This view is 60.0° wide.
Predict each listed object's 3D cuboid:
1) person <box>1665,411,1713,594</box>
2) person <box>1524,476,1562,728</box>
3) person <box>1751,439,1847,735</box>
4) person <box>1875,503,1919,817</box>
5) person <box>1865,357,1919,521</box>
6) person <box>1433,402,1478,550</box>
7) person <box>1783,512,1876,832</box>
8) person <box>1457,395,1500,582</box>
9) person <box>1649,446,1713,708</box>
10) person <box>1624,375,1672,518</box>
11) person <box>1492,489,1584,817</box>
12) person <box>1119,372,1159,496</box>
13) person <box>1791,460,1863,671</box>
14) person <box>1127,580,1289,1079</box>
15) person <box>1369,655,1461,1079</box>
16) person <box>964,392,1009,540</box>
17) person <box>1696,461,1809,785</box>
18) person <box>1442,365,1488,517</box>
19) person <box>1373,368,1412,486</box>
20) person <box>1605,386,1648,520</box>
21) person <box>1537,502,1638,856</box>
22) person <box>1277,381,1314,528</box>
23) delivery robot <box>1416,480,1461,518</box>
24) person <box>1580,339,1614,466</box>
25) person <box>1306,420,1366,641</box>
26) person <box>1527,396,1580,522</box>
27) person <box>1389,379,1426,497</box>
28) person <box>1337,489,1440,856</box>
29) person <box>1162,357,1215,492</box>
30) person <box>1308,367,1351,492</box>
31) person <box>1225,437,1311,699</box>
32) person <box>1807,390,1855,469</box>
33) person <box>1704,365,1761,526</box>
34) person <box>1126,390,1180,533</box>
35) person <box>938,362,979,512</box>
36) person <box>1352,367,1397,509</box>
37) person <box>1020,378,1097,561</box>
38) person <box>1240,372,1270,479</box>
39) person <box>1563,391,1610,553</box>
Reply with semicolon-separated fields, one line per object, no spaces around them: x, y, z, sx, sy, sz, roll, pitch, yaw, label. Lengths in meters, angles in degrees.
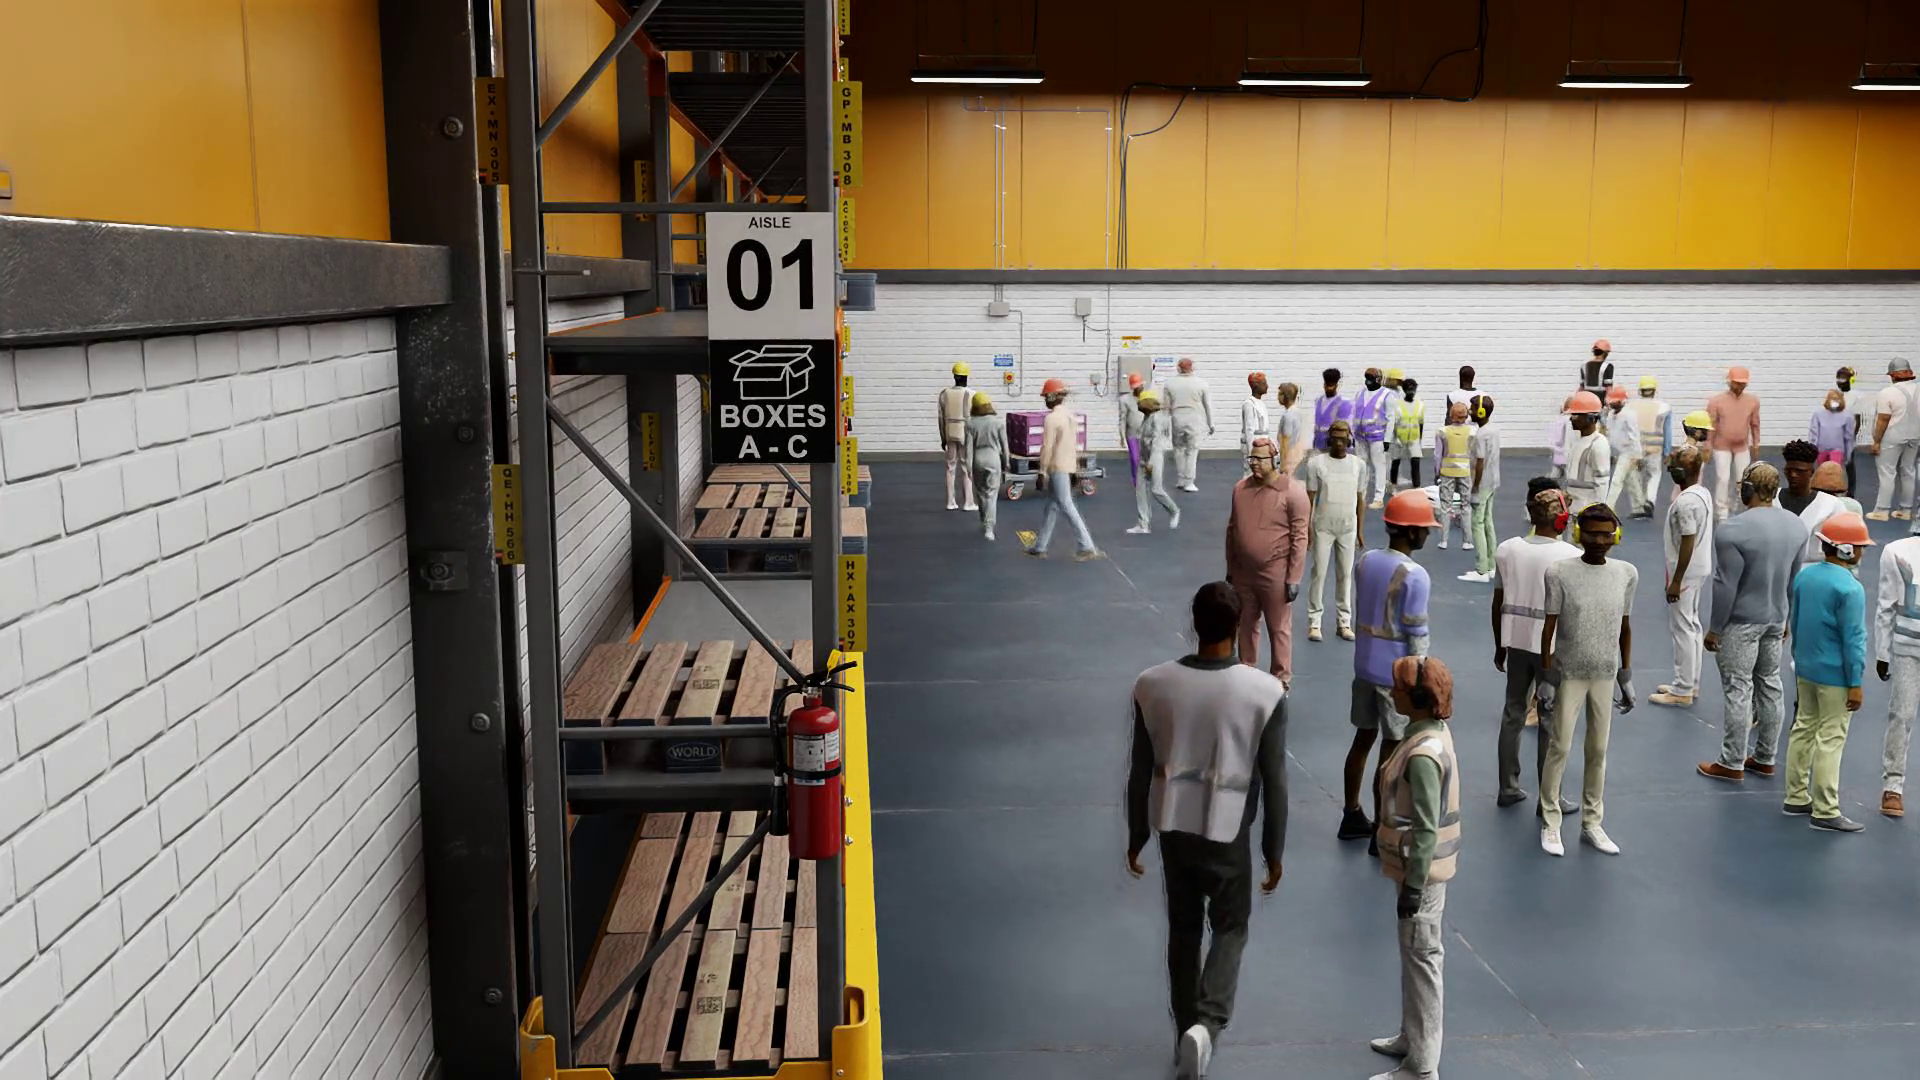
6.899;-0.343;15.735;0.327;1.765;0.531;4;10;24;person
3.898;0.413;11.197;0.318;1.698;0.535;3;9;17;person
5.498;0.307;11.022;0.606;1.965;0.367;8;12;40;person
5.417;0.631;9.279;0.568;1.880;0.357;4;10;22;person
11.571;-1.258;20.617;0.675;2.000;0.536;-2;9;-12;person
5.487;-0.700;18.362;0.514;1.642;0.310;3;10;19;person
4.792;0.713;9.139;0.329;1.751;0.572;-1;9;-4;person
5.172;-0.509;16.494;0.319;1.860;0.521;6;11;35;person
5.100;0.258;11.715;0.325;1.841;0.517;6;11;35;person
8.475;-1.133;20.583;0.597;1.808;0.467;5;10;26;person
3.250;0.631;9.365;0.373;1.843;0.572;-7;12;-39;person
2.466;-1.453;22.842;0.567;1.722;0.394;1;9;4;person
6.566;0.210;12.657;0.507;1.636;0.273;6;11;35;person
0.901;1.110;6.219;0.615;1.895;0.690;4;10;23;person
1.706;1.235;6.219;0.306;1.639;0.523;3;9;16;person
0.294;-0.863;19.261;0.504;1.687;0.941;1;9;7;person
4.723;0.494;9.936;0.629;1.940;0.372;-3;10;-20;person
6.342;-1.232;20.886;0.599;1.907;0.409;-3;10;-19;person
6.273;-1.620;23.950;0.502;1.702;0.879;-7;12;-38;person
8.102;-1.043;20.396;0.932;1.698;0.627;-1;9;-6;person
3.286;0.726;8.707;0.515;1.868;0.328;-1;9;-4;person
3.806;-0.904;19.064;0.529;1.824;0.527;3;10;18;person
5.786;-0.486;20.123;0.477;0.478;0.707;-2;9;-12;delivery robot
10.104;-2.164;26.334;0.454;2.026;0.645;-5;10;-29;person
3.109;-0.075;13.807;0.514;1.843;0.339;-1;9;-5;person
7.286;-0.934;19.989;0.883;1.589;0.531;1;9;9;person
6.031;-1.361;22.485;0.524;1.646;0.848;-1;9;-4;person
2.286;0.690;8.763;0.414;1.929;0.548;-3;10;-21;person
3.224;-1.623;23.400;0.727;1.885;0.535;3;10;18;person
4.453;-1.140;20.238;0.458;1.930;0.655;-6;11;-32;person
2.119;0.231;11.689;0.641;1.908;0.407;9;12;43;person
11.026;-1.108;21.086;0.494;1.591;0.823;9;13;44;person
9.235;-1.109;19.889;0.651;1.973;0.455;1;9;7;person
2.277;-0.928;19.662;0.683;1.679;0.506;-4;10;-25;person
0.002;-1.327;21.405;0.585;1.928;0.368;5;10;28;person
5.352;-1.326;21.667;0.429;1.845;0.622;-7;12;-38;person
1.064;-0.746;17.715;0.793;1.974;0.665;4;10;23;person
3.532;-1.061;19.868;0.355;1.885;0.576;4;10;22;person
5.342;-0.256;14.313;0.380;2.041;0.616;0;9;2;person
